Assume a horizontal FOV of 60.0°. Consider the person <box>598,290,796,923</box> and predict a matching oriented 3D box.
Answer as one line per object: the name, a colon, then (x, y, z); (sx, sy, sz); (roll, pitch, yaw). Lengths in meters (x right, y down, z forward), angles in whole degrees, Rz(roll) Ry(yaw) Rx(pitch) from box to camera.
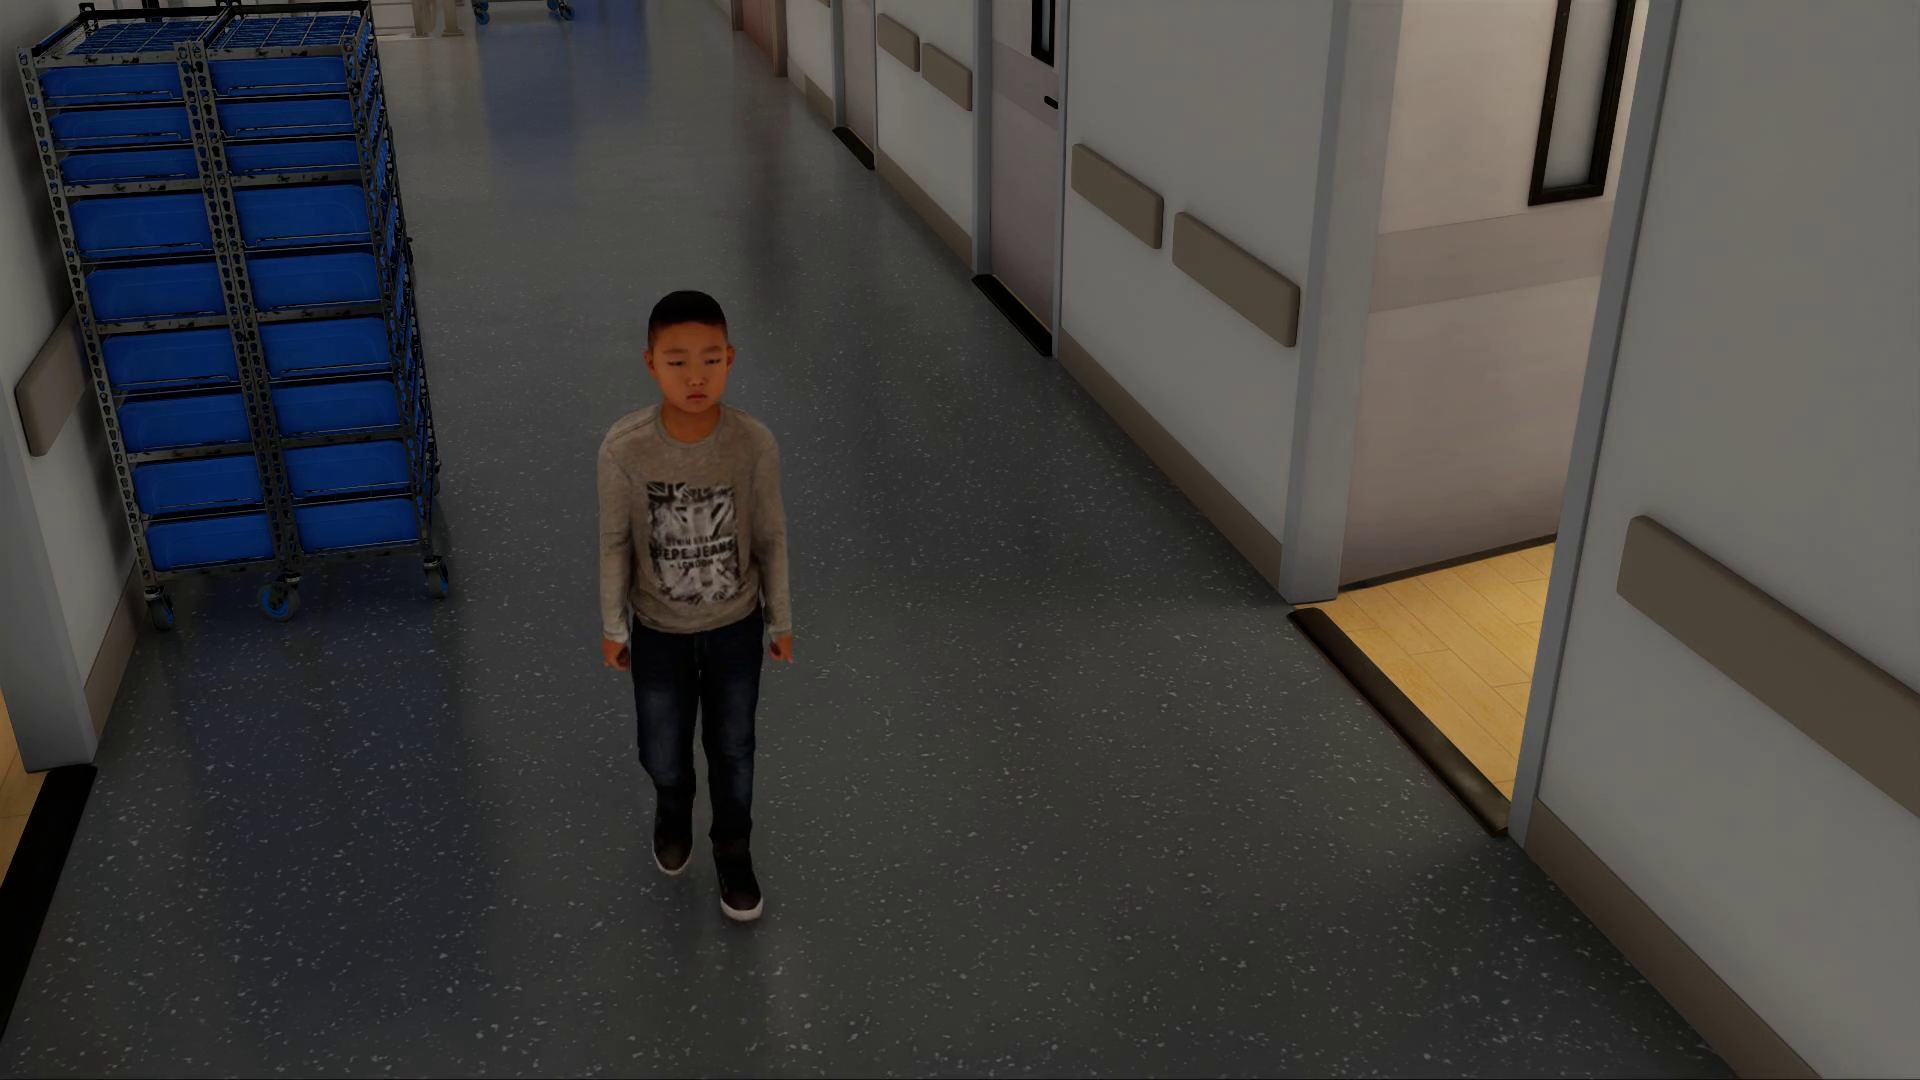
person: (-0.595, 0.143, 3.695); (0.575, 1.458, 0.628); (-8, 27, -15)
